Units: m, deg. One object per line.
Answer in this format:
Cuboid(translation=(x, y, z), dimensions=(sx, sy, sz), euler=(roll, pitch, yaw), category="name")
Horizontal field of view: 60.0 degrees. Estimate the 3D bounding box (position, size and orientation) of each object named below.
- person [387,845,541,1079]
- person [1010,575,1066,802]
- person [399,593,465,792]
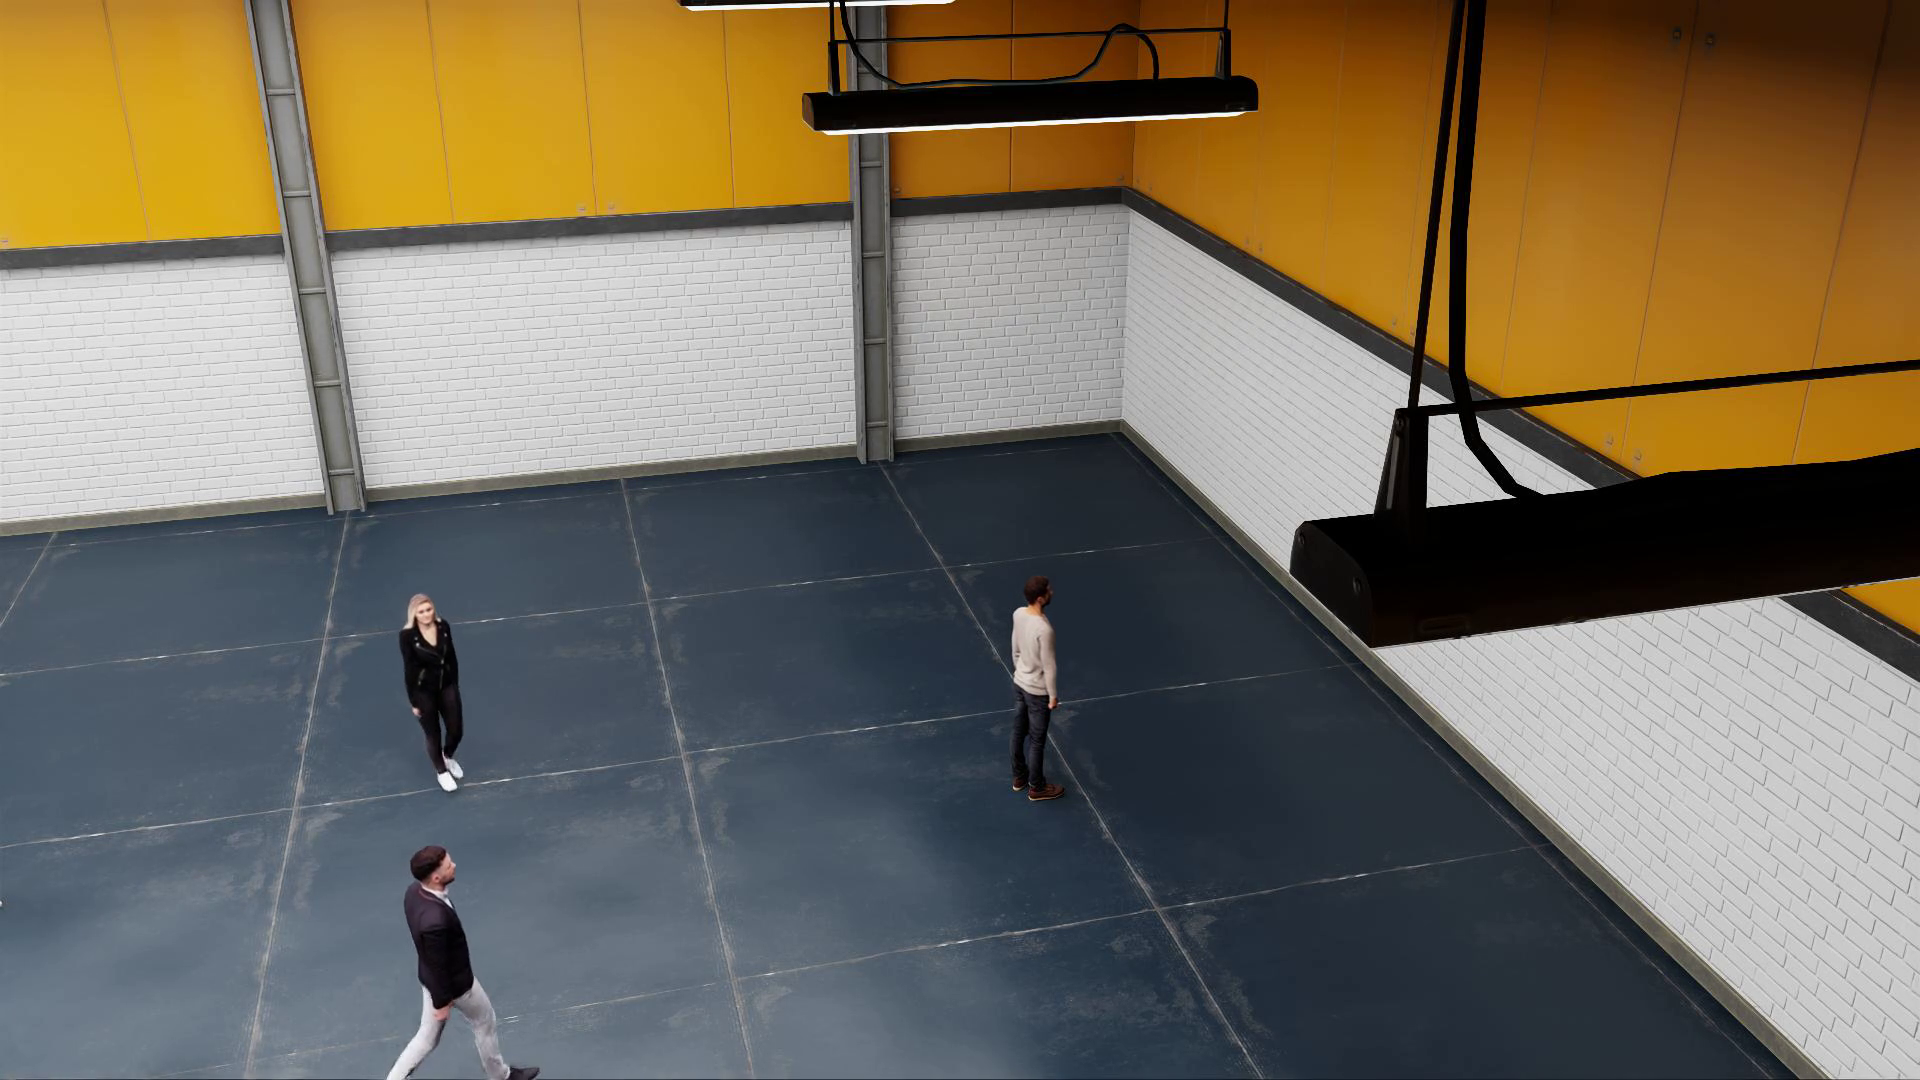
Cuboid(translation=(-3.046, 2.573, 9.536), dimensions=(1.300, 1.802, 0.922), euler=(-15, 28, -30), category="person")
Cuboid(translation=(0.563, 1.120, 12.779), dimensions=(0.665, 1.866, 0.723), euler=(-14, 27, -29), category="person")
Cuboid(translation=(-4.134, 1.162, 12.928), dimensions=(0.664, 1.671, 0.768), euler=(-18, 29, -35), category="person")
